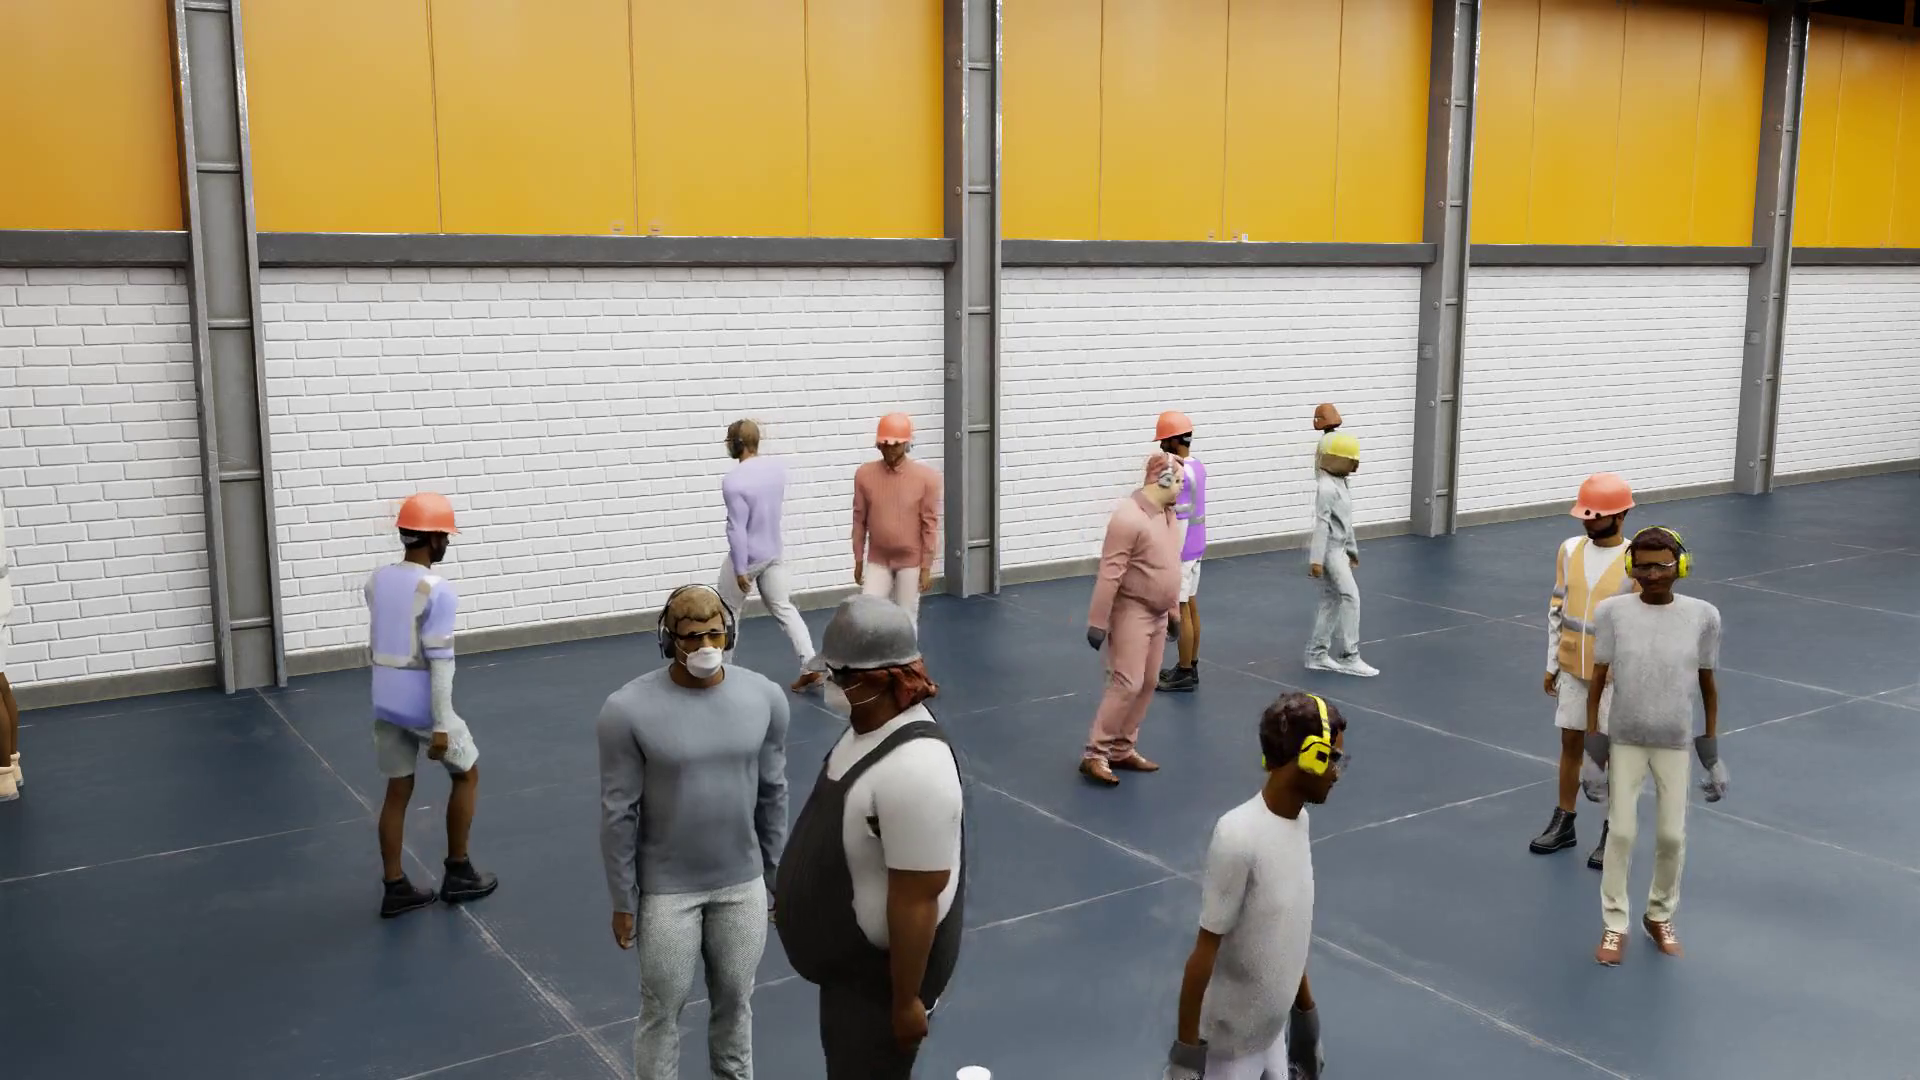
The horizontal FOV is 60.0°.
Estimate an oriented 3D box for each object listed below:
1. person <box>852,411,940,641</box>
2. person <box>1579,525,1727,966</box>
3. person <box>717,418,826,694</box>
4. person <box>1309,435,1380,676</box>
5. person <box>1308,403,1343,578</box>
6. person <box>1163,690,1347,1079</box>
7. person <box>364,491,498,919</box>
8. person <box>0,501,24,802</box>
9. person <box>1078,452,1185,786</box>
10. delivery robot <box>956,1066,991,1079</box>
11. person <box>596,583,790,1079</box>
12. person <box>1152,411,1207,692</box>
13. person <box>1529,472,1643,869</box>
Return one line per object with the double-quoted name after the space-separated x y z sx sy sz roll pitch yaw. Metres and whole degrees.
-0.429 0.130 10.928 0.609 1.971 0.499 2 10 13 "person"
2.904 0.862 6.955 0.587 1.862 0.477 3 10 18 "person"
-1.354 0.116 11.281 1.018 1.897 0.643 6 11 32 "person"
2.775 0.111 11.784 0.617 1.713 0.523 4 10 22 "person"
3.416 -0.457 15.484 0.287 1.631 0.501 5 11 26 "person"
0.717 1.313 4.259 0.344 1.833 0.693 7 12 36 "person"
-2.401 0.732 7.520 0.547 1.907 0.678 5 11 28 "person"
-5.348 0.417 9.007 0.381 2.039 0.606 -3 10 -20 "person"
1.026 0.430 9.437 0.461 1.870 0.676 6 11 31 "person"
0.045 1.791 4.879 0.707 0.478 0.477 2 9 7 "delivery robot"
-0.817 1.088 5.259 0.630 1.940 0.373 -5 11 -28 "person"
1.482 0.079 11.373 0.379 1.927 0.542 4 10 21 "person"
3.083 0.627 8.067 0.374 1.929 0.542 -8 12 -41 "person"
